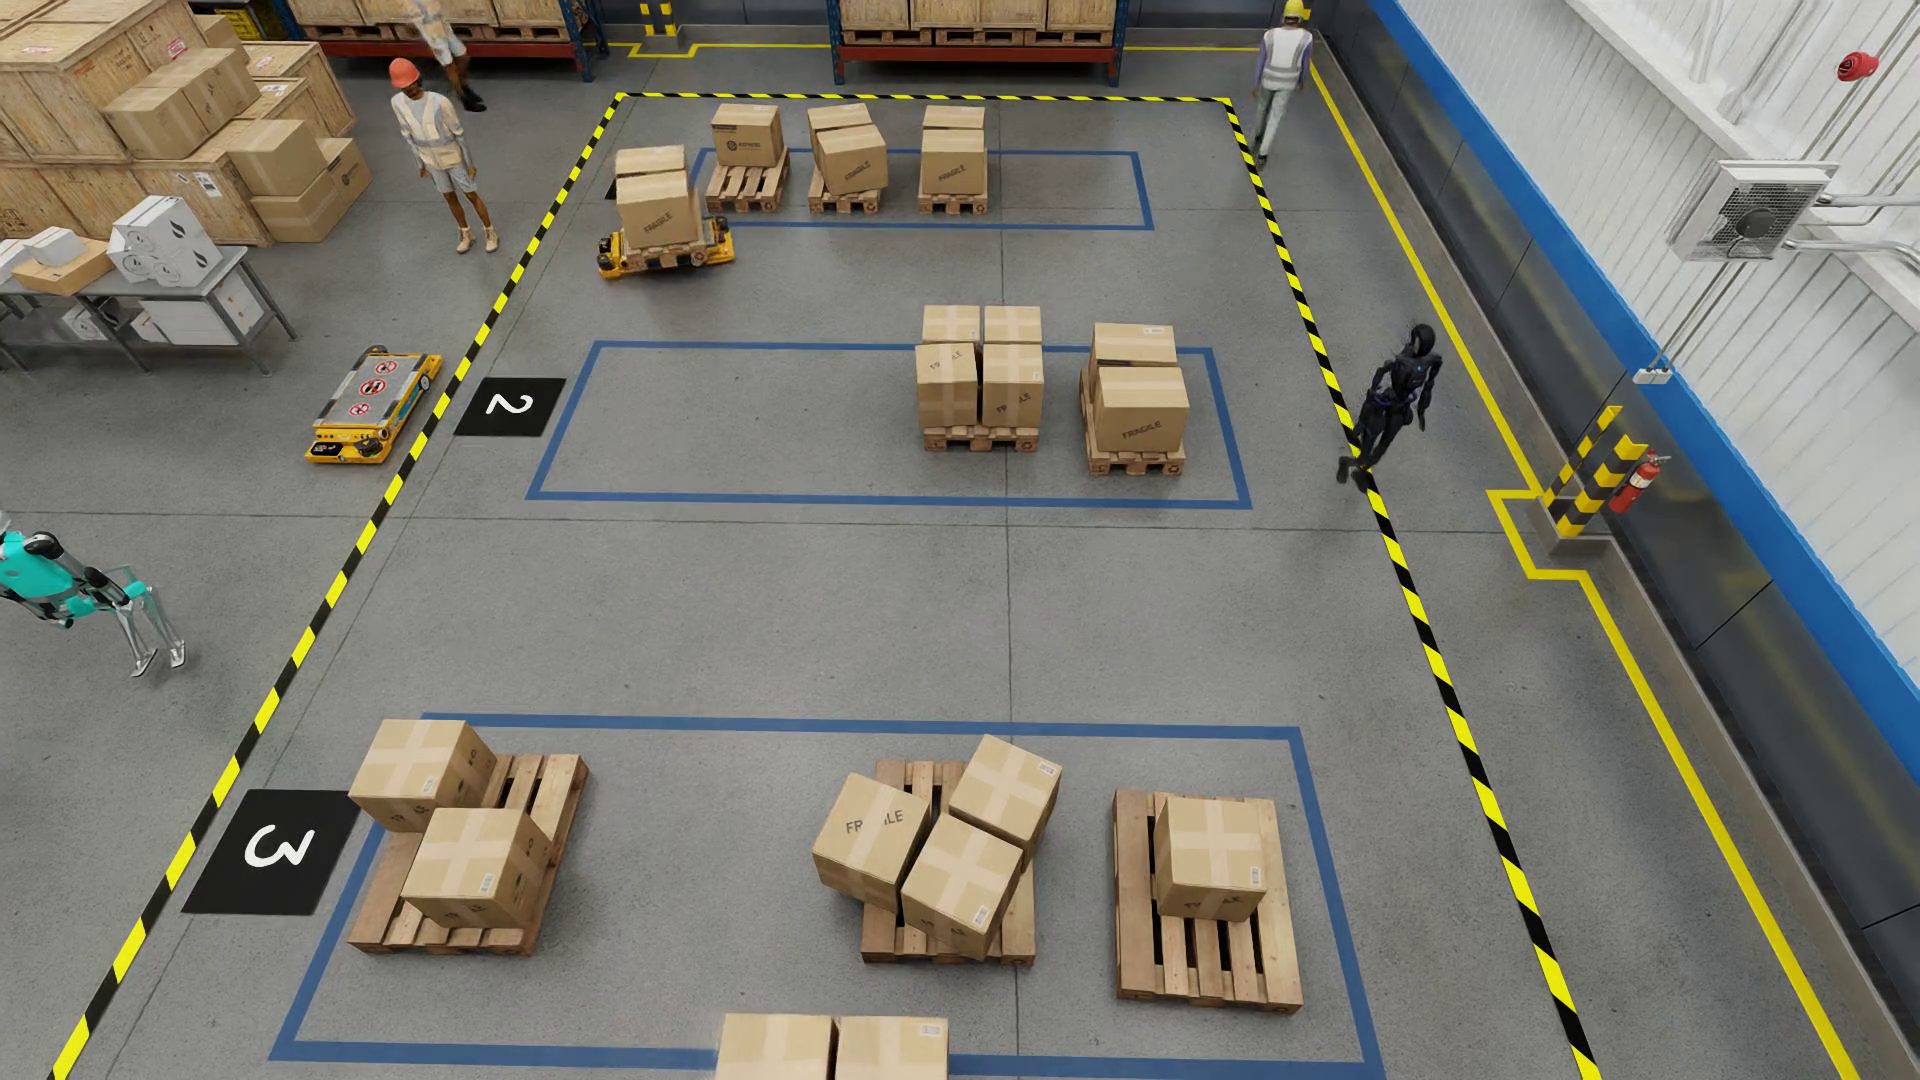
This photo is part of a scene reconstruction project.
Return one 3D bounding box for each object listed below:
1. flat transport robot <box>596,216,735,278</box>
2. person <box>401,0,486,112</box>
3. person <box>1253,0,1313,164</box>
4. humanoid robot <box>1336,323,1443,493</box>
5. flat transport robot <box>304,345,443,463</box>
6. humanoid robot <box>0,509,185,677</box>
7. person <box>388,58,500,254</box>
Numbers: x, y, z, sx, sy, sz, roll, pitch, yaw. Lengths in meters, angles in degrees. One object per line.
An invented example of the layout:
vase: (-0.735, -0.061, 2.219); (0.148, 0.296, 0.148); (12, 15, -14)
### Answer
flat transport robot: (-3.243, -3.245, 10.094); (1.431, 0.197, 0.652); (-10, 51, -9)
person: (-6.672, -6.505, 11.786); (0.448, 1.921, 0.572); (13, 51, 10)
person: (3.840, -5.533, 11.054); (0.595, 1.789, 0.922); (20, 53, 16)
humanoid robot: (3.441, -1.022, 7.308); (0.593, 1.653, 0.362); (-8, 50, -7)
flat transport robot: (-5.383, -1.269, 8.441); (0.659, 0.231, 1.431); (1, 50, 1)
humanoid robot: (-5.809, 0.265, 6.096); (0.533, 1.673, 0.735); (-12, 51, -10)
person: (-5.388, -3.952, 9.552); (0.612, 2.041, 0.377); (-1, 50, -1)
